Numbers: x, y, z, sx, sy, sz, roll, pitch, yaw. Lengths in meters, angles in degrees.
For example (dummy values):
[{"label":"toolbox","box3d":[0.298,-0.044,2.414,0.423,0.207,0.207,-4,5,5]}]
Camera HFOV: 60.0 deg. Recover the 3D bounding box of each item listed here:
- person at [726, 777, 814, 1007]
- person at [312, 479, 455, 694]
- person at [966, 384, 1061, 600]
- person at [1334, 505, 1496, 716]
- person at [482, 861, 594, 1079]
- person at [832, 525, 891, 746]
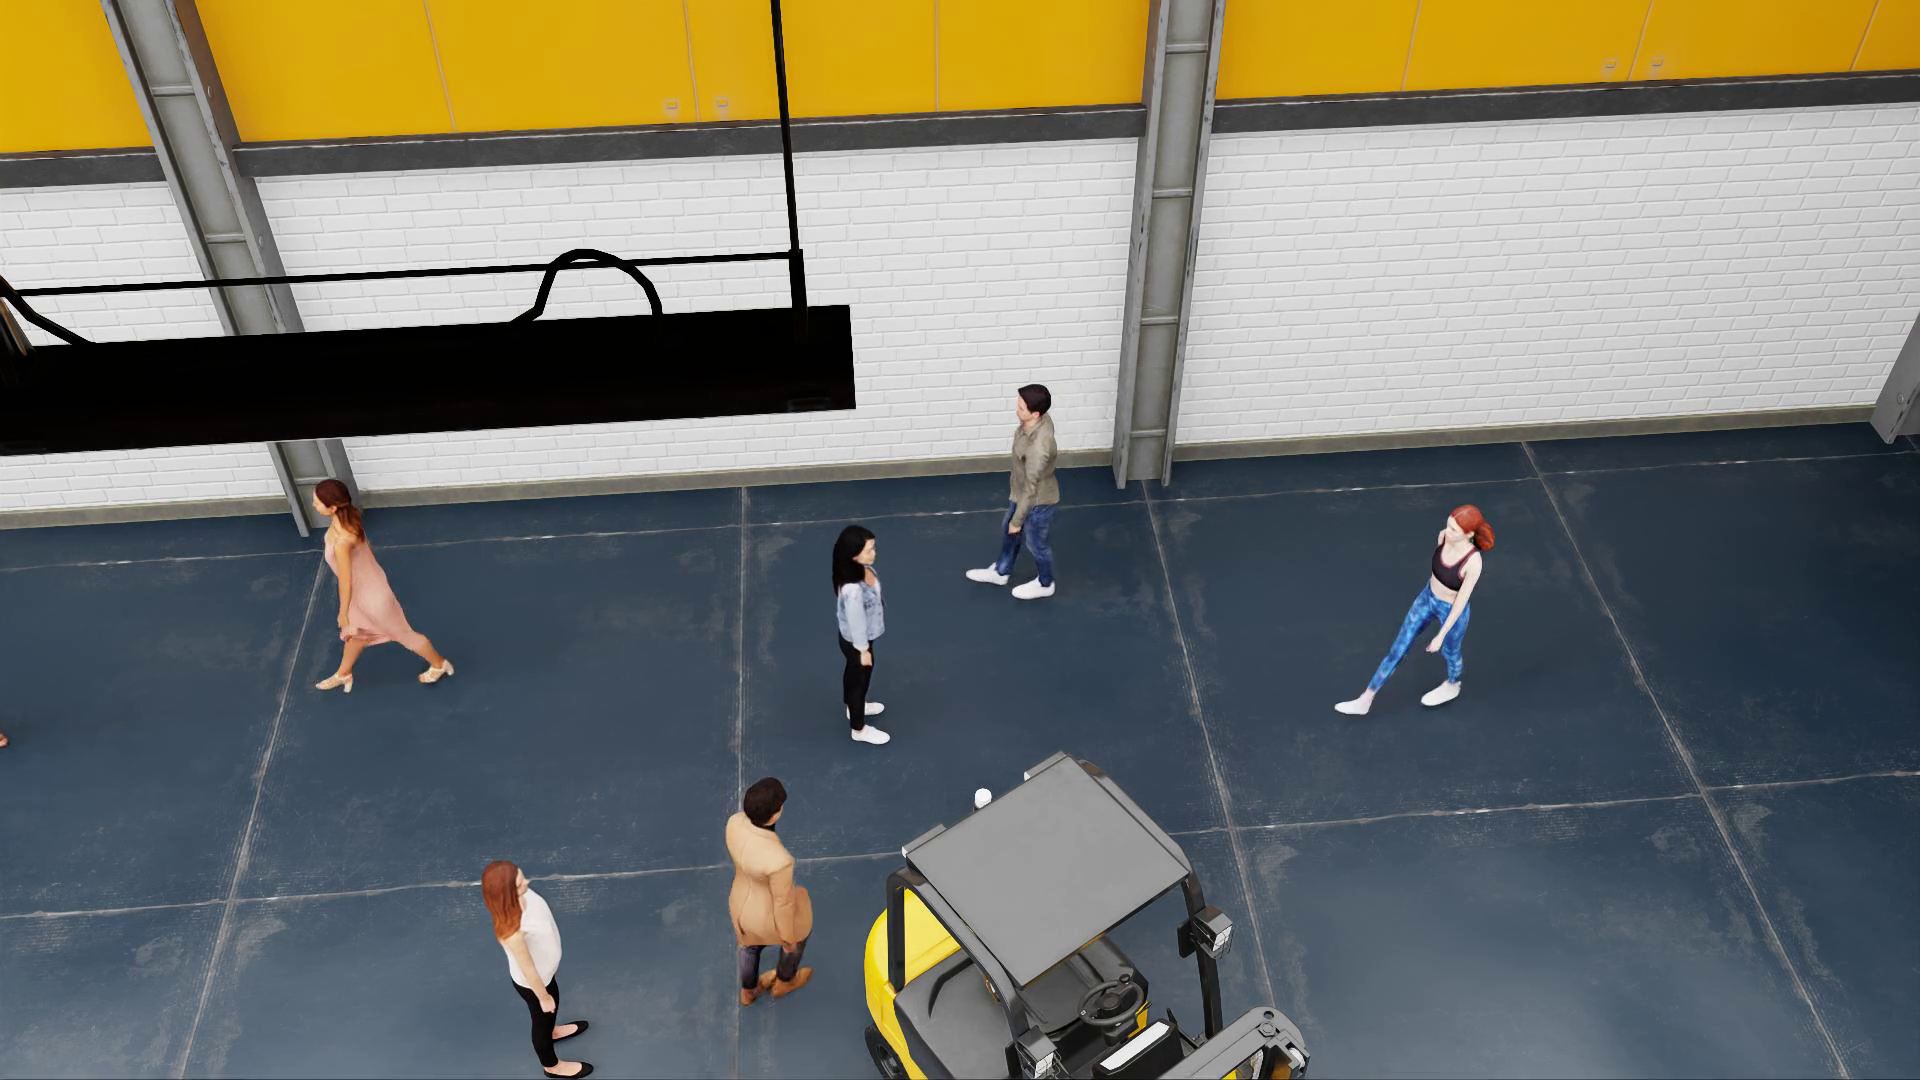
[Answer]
[{"label":"person","box3d":[-1.097,1.960,8.772,0.870,1.704,0.920,33,53,30]},{"label":"person","box3d":[-3.609,0.331,10.425,1.145,1.781,0.754,-11,45,-11]},{"label":"person","box3d":[0.569,-0.295,11.031,0.829,1.853,0.722,-2,44,-2]},{"label":"person","box3d":[3.066,0.462,10.315,1.193,1.743,0.835,-18,46,-18]},{"label":"person","box3d":[-2.190,2.190,8.517,0.553,1.722,0.604,-10,45,-10]},{"label":"person","box3d":[-0.628,0.573,10.222,0.523,1.712,0.585,-4,44,-4]}]
